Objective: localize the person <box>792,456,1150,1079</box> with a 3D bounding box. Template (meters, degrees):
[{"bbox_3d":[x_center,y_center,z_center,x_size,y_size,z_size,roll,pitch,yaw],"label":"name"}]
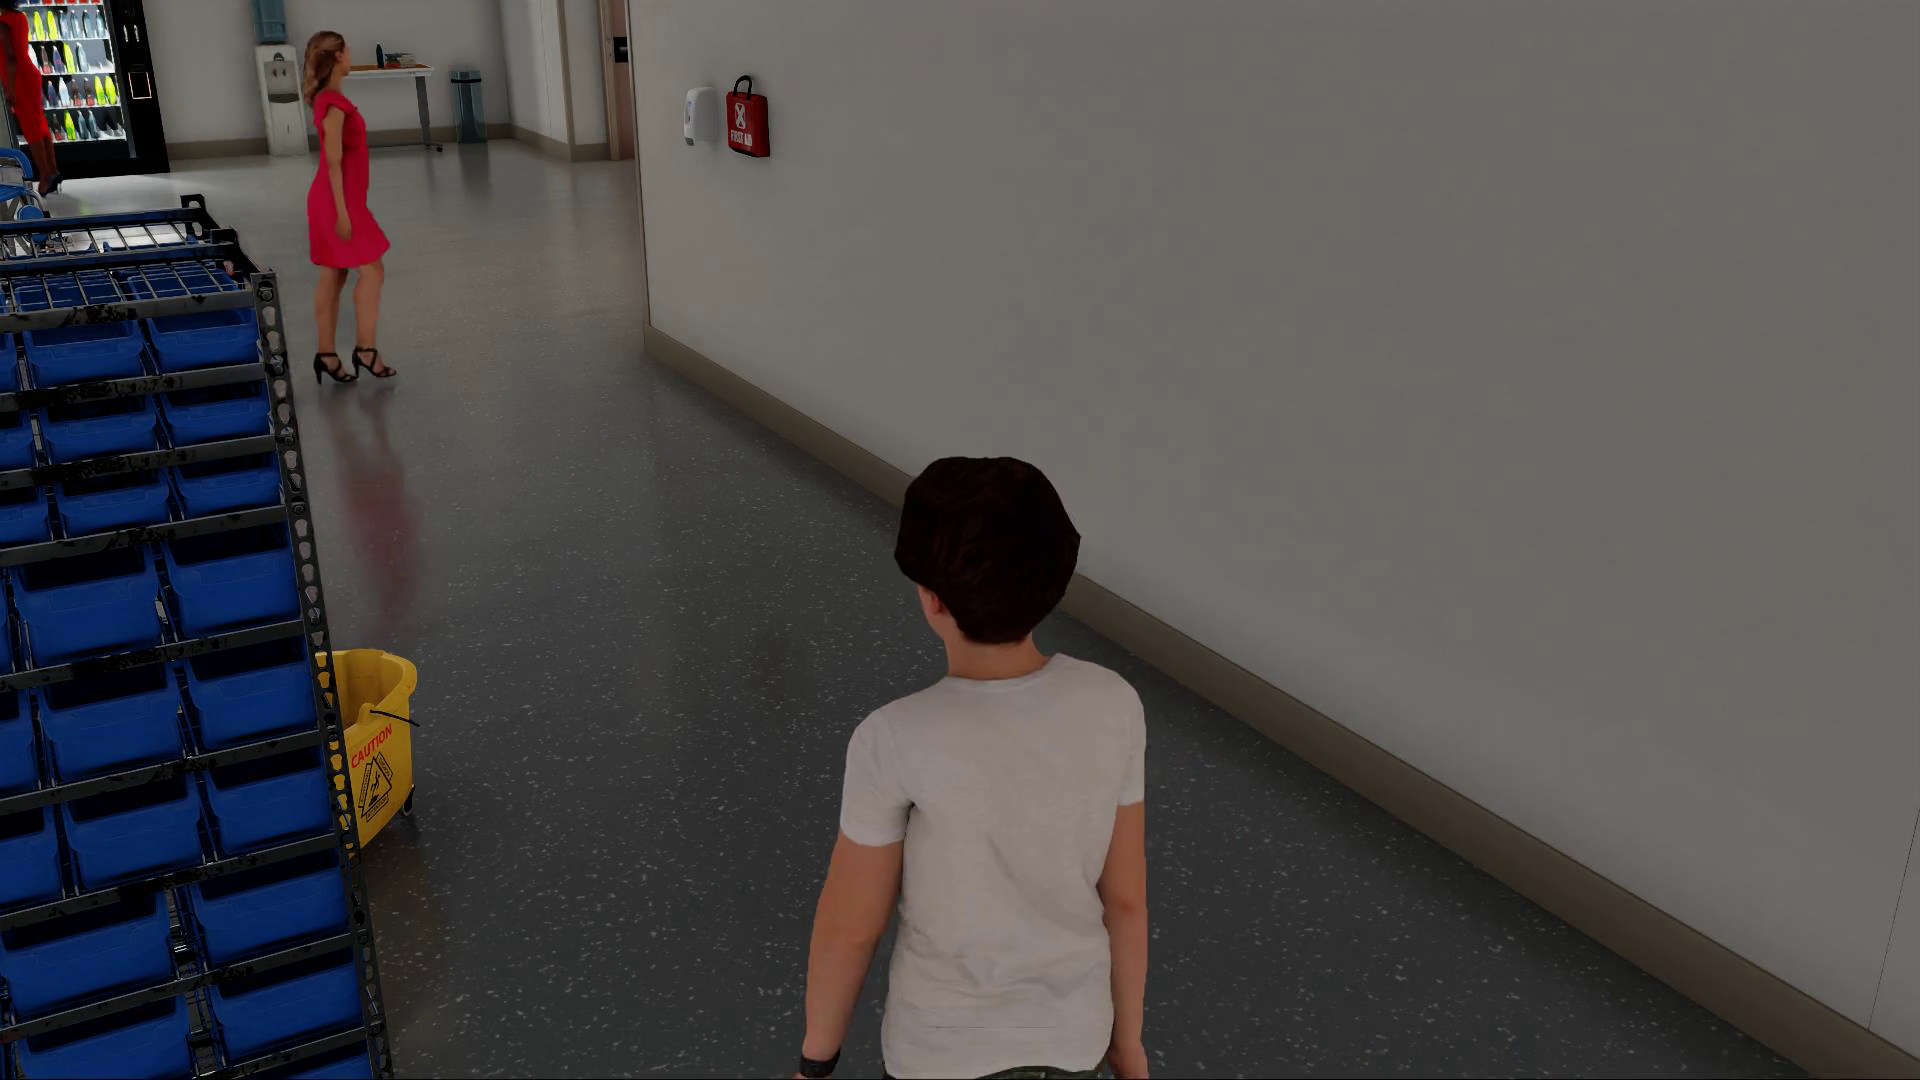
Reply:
[{"bbox_3d":[0.078,0.730,2.131,1.088,1.609,0.691,-10,23,-25],"label":"person"}]

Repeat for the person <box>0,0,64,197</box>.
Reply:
[{"bbox_3d":[-7.714,-3.729,13.712,0.625,1.743,0.643,-3,21,-8],"label":"person"}]

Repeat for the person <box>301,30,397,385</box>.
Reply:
[{"bbox_3d":[-3.104,-1.607,8.181,0.644,1.692,0.615,-6,22,-15],"label":"person"}]
